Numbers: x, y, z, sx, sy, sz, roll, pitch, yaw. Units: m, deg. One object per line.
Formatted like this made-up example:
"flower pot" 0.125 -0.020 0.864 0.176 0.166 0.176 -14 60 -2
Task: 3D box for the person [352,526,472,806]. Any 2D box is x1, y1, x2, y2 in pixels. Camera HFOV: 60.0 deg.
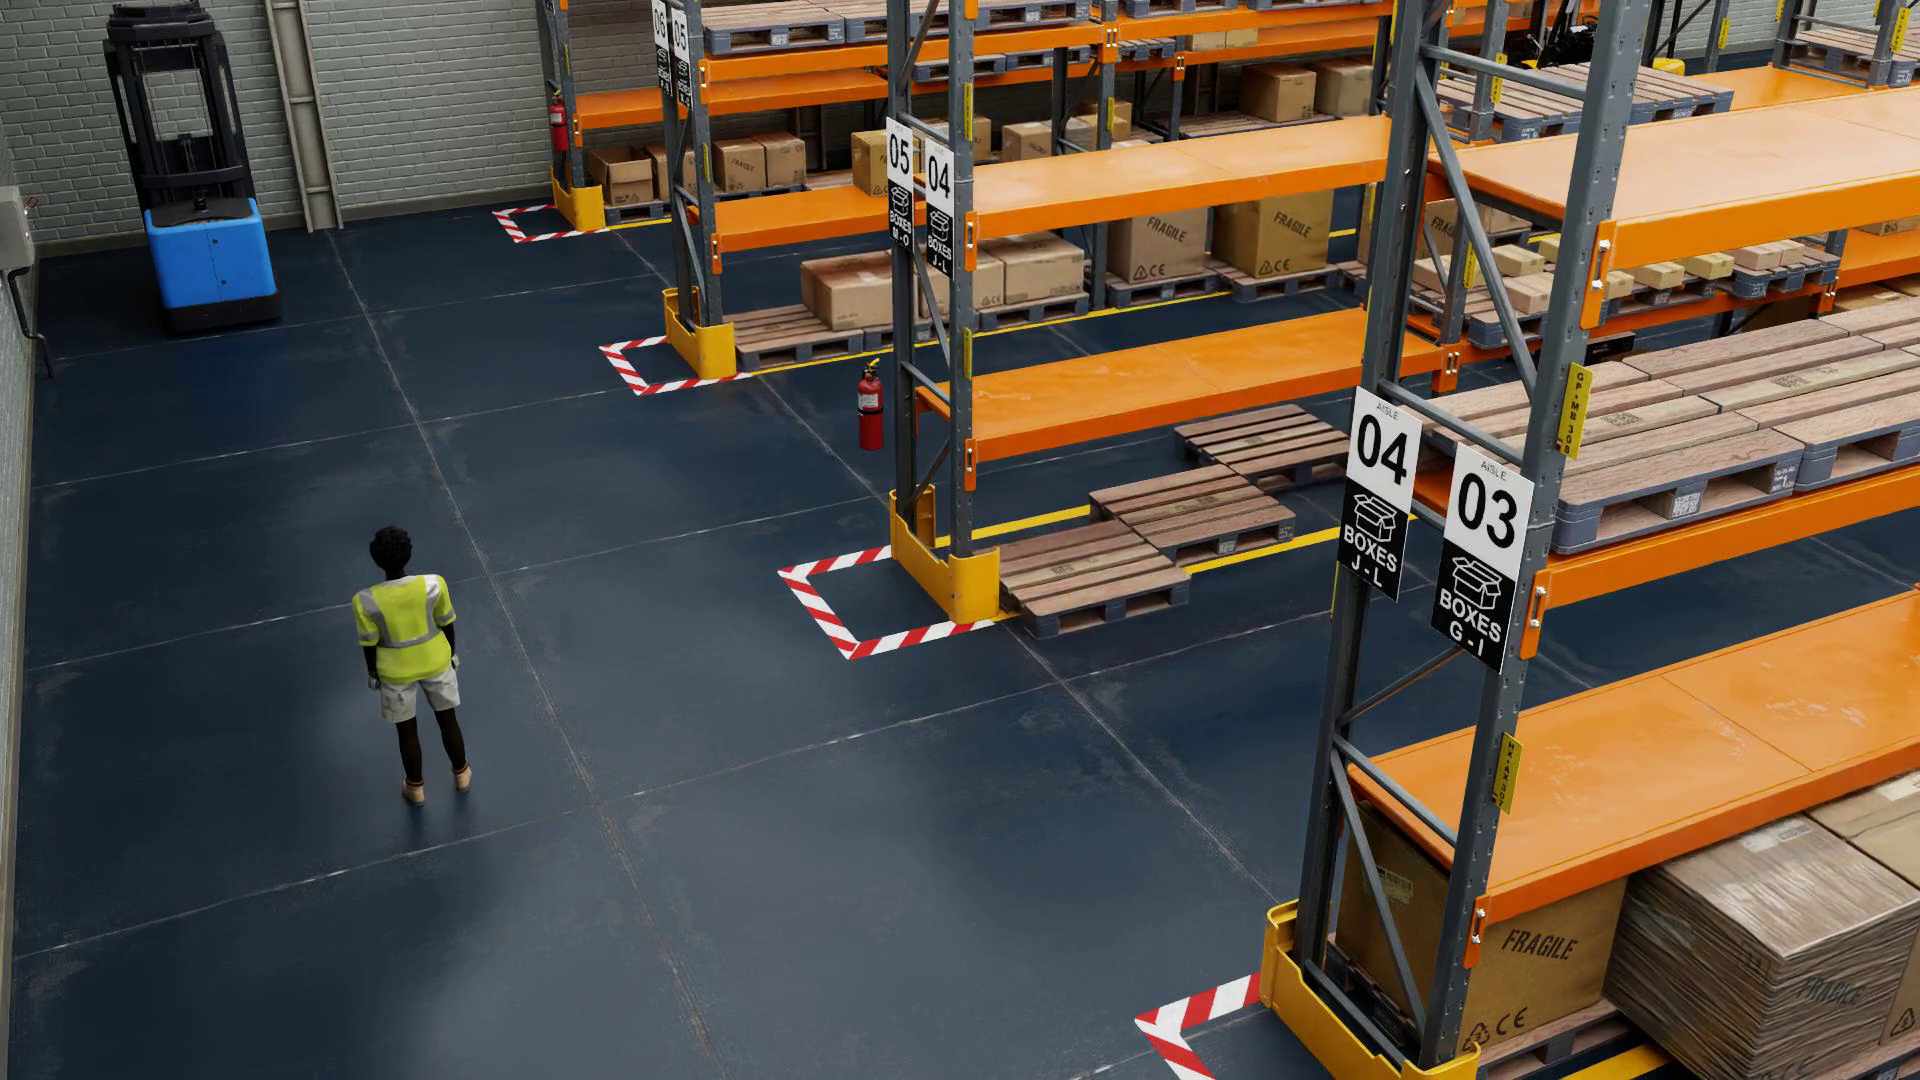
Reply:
"person" -3.024 0.701 9.207 0.529 1.697 0.321 -13 30 -24

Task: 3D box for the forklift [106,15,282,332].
"forklift" -7.548 -3.672 16.323 1.129 2.768 1.873 -12 30 -22

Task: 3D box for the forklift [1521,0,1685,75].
"forklift" 8.950 -6.807 23.056 1.214 2.155 2.313 -12 30 -22
